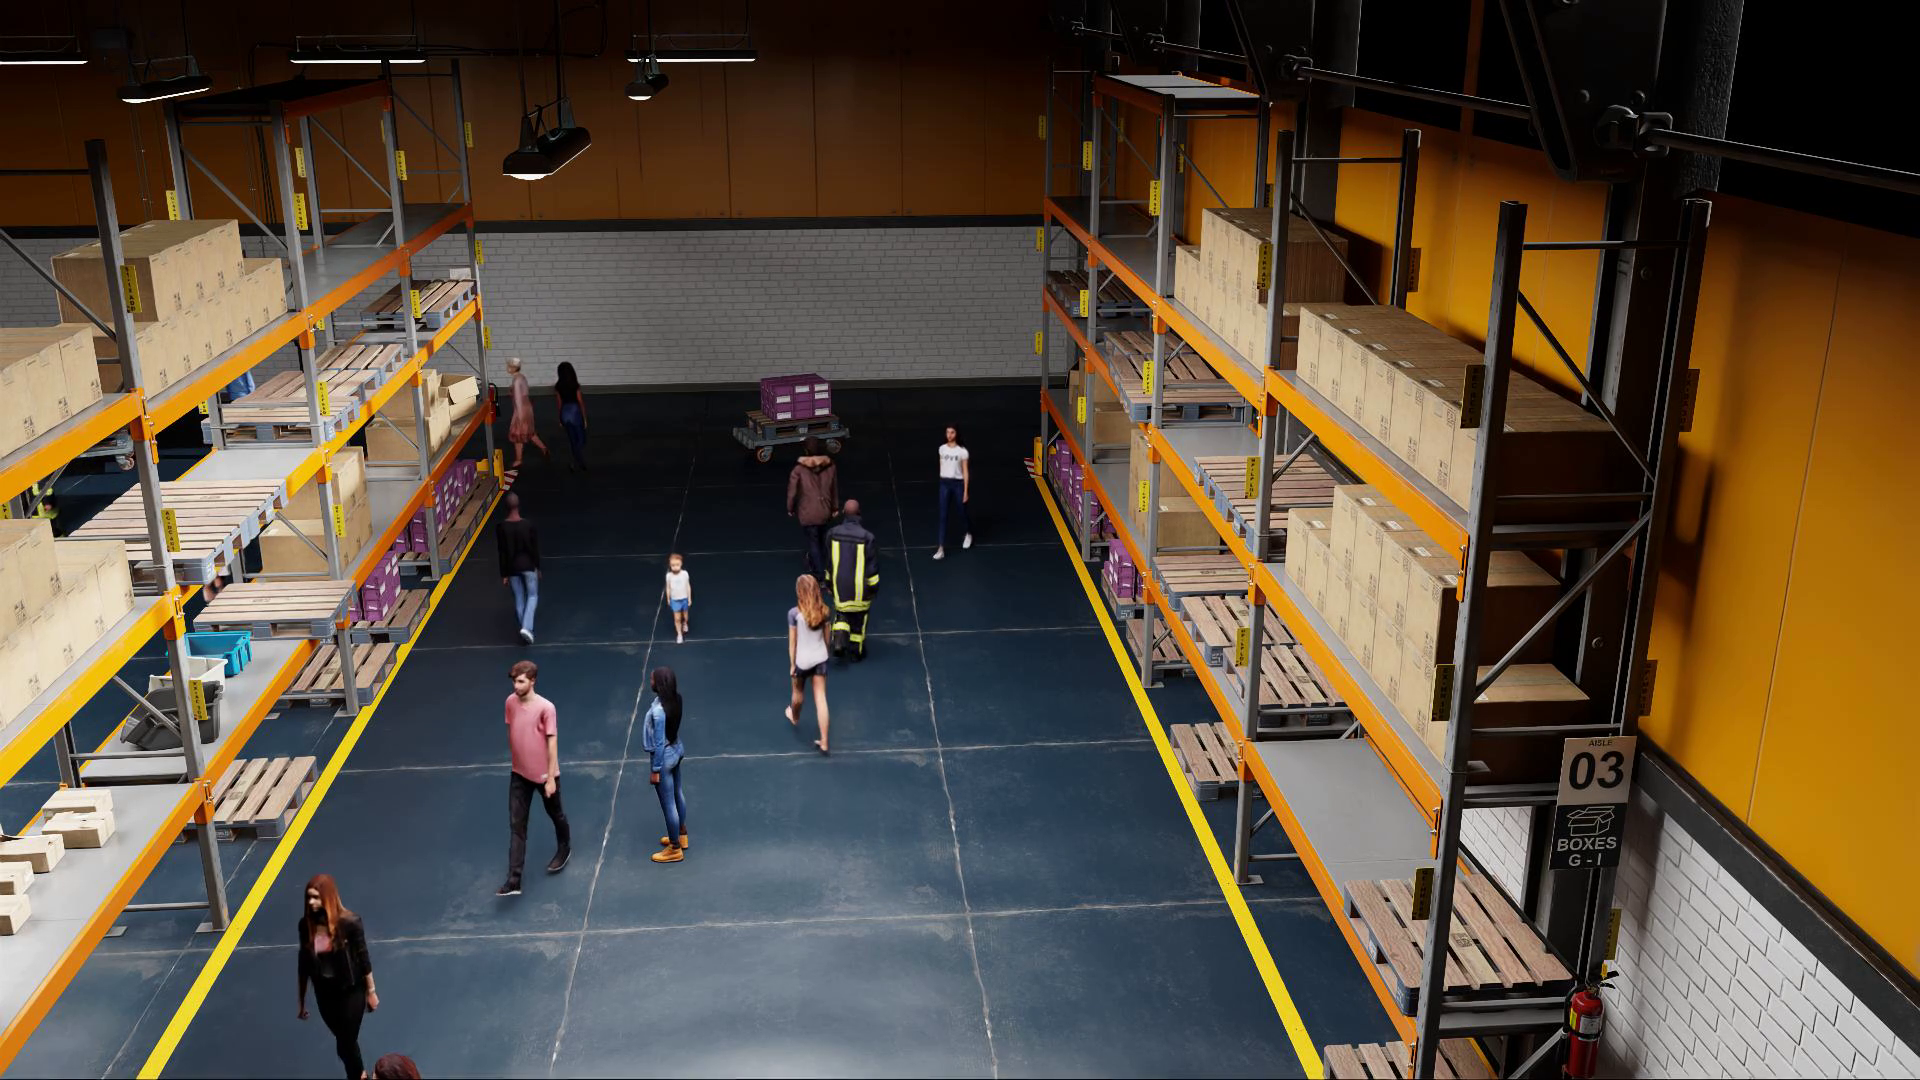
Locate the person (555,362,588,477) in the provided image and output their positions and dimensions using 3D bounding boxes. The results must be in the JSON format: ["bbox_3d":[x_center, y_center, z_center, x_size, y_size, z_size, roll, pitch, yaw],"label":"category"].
[{"bbox_3d":[-5.716,-1.725,24.382,0.724,1.709,0.949,3,19,9],"label":"person"}]

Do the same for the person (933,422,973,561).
[{"bbox_3d":[-0.028,-0.645,21.143,0.996,1.729,1.245,8,20,22],"label":"person"}]

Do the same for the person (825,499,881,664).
[{"bbox_3d":[-1.178,0.465,17.714,0.930,1.813,1.025,6,19,16],"label":"person"}]

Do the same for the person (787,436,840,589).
[{"bbox_3d":[-1.714,-0.302,20.003,1.015,1.807,1.212,-9,21,-25],"label":"person"}]

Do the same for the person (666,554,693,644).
[{"bbox_3d":[-3.116,0.624,18.498,0.448,1.012,0.642,-3,19,-8],"label":"person"}]

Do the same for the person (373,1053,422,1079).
[{"bbox_3d":[-2.913,3.485,8.778,0.674,1.795,0.634,5,19,14],"label":"person"}]

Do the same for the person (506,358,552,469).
[{"bbox_3d":[-6.501,-1.894,24.943,0.704,1.672,0.833,0,19,-1],"label":"person"}]

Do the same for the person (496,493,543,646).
[{"bbox_3d":[-4.799,0.356,18.154,0.609,1.739,0.838,-2,19,-6],"label":"person"}]

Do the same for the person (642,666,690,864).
[{"bbox_3d":[-2.423,1.838,13.796,0.705,1.713,0.528,3,19,8],"label":"person"}]

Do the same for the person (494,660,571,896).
[{"bbox_3d":[-3.363,1.858,13.431,0.953,1.908,1.281,5,19,15],"label":"person"}]

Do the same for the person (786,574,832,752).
[{"bbox_3d":[-1.383,1.198,15.753,0.874,1.677,1.151,-9,20,-24],"label":"person"}]

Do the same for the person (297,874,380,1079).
[{"bbox_3d":[-3.953,2.872,10.748,0.728,1.698,0.788,4,19,11],"label":"person"}]
